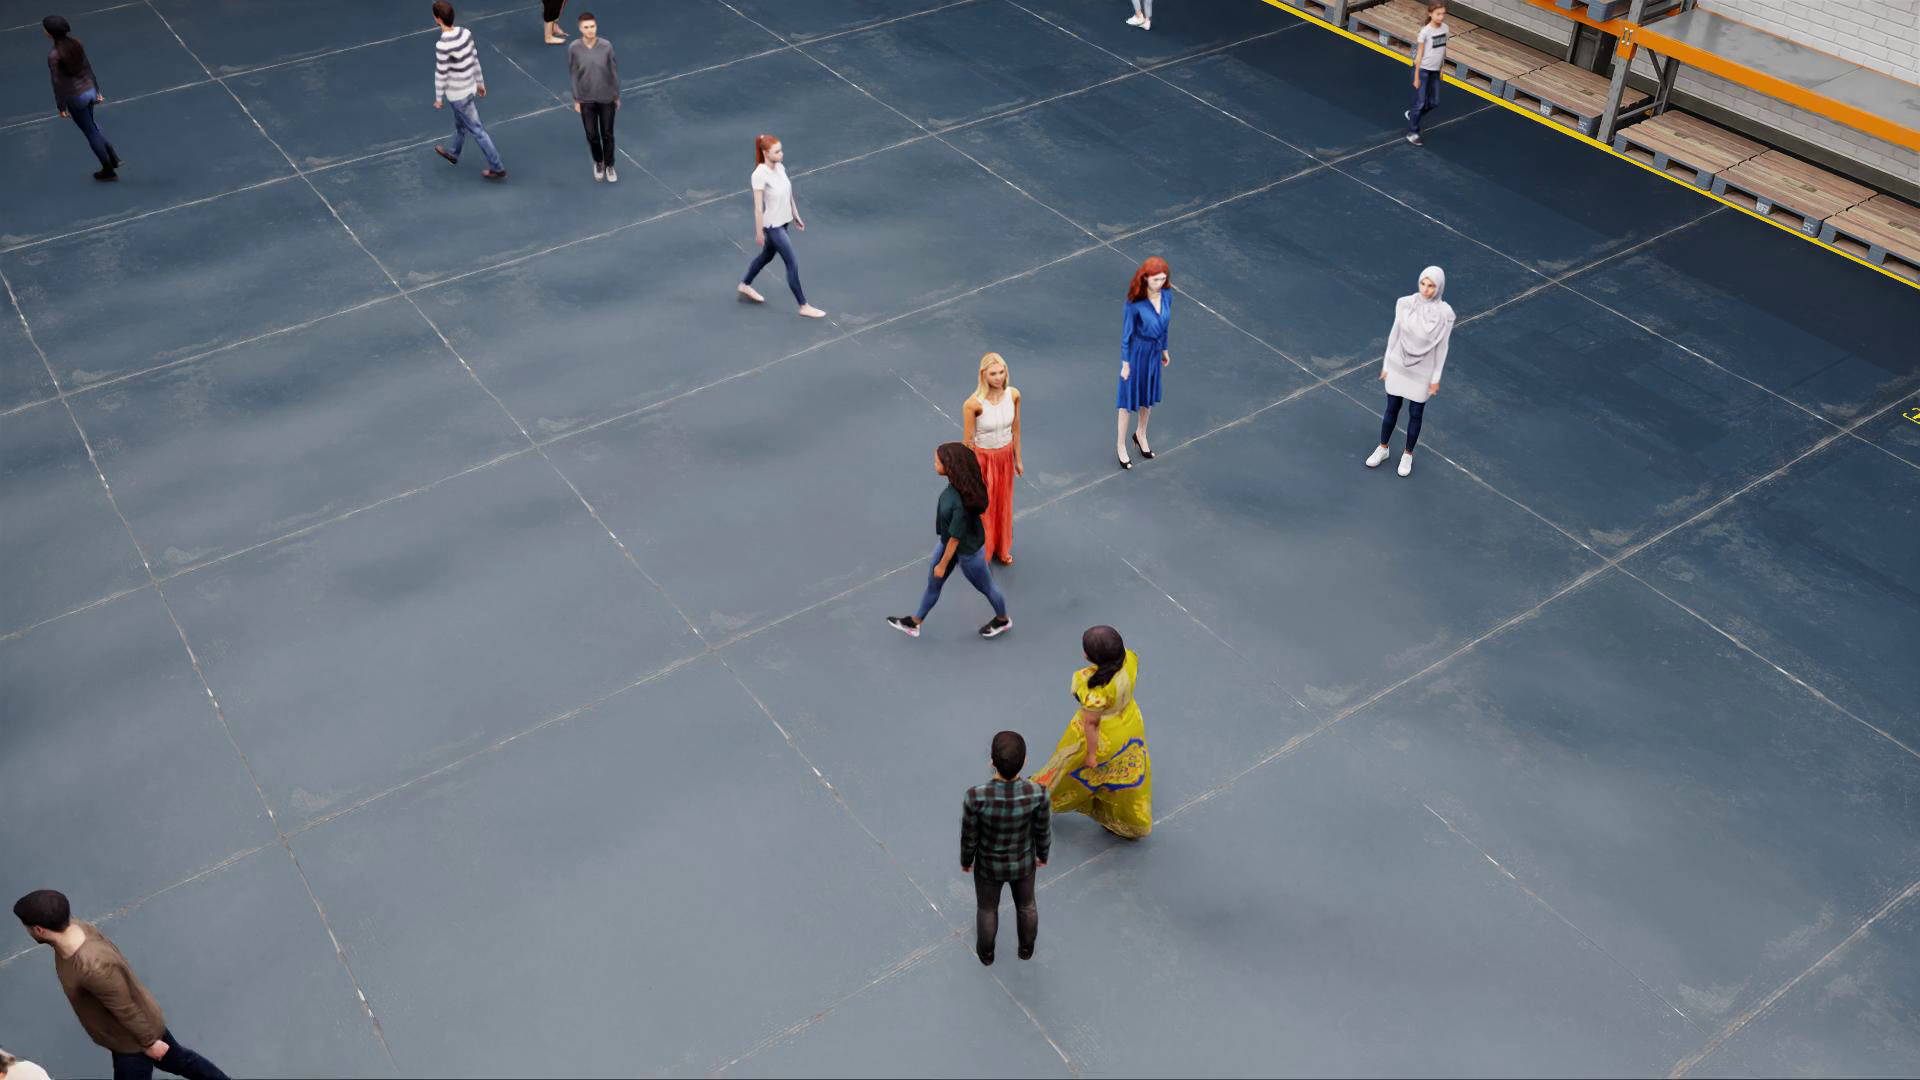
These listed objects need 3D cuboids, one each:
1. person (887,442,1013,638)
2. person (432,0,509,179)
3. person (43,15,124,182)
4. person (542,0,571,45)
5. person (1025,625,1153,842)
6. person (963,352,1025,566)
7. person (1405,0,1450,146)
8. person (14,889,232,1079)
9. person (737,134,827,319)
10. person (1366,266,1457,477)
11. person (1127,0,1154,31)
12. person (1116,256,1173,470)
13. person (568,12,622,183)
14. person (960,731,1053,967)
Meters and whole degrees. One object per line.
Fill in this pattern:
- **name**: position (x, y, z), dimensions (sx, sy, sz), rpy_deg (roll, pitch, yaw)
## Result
- **person**: position (0.113, 0.056, 11.276), dimensions (0.956, 1.562, 1.124), rpy_deg (-8, 39, -10)
- **person**: position (-4.930, -4.481, 16.757), dimensions (1.240, 1.811, 1.072), rpy_deg (13, 41, 16)
- **person**: position (-8.767, -4.425, 16.744), dimensions (0.840, 1.739, 0.788), rpy_deg (10, 40, 12)
- **person**: position (-4.965, -6.648, 19.631), dimensions (0.748, 1.609, 0.657), rpy_deg (-6, 39, -7)
- **person**: position (0.931, 1.190, 9.811), dimensions (1.179, 1.617, 0.939), rpy_deg (27, 46, 30)
- **person**: position (0.213, -0.556, 11.849), dimensions (0.643, 1.802, 0.604), rpy_deg (-19, 42, -22)
- **person**: position (4.907, -4.983, 17.597), dimensions (0.617, 1.547, 0.705), rpy_deg (-14, 41, -17)
- **person**: position (-4.016, 2.349, 8.193), dimensions (1.072, 1.824, 0.881), rpy_deg (27, 46, 30)
- **person**: position (-1.714, -2.791, 14.732), dimensions (1.170, 1.697, 1.025), rpy_deg (11, 40, 13)
- **person**: position (3.490, -1.313, 12.818), dimensions (0.608, 1.775, 0.744), rpy_deg (20, 43, 23)
- **person**: position (2.283, -6.945, 19.947), dimensions (0.634, 1.680, 0.617), rpy_deg (-27, 46, -29)
- **person**: position (1.416, -1.387, 12.870), dimensions (0.604, 1.826, 0.556), rpy_deg (-23, 44, -26)
- **person**: position (-3.678, -4.487, 16.814), dimensions (0.712, 1.749, 0.713), rpy_deg (-9, 40, -12)
- **person**: position (0.240, 1.728, 9.149), dimensions (0.749, 1.714, 0.704), rpy_deg (-4, 39, -5)
